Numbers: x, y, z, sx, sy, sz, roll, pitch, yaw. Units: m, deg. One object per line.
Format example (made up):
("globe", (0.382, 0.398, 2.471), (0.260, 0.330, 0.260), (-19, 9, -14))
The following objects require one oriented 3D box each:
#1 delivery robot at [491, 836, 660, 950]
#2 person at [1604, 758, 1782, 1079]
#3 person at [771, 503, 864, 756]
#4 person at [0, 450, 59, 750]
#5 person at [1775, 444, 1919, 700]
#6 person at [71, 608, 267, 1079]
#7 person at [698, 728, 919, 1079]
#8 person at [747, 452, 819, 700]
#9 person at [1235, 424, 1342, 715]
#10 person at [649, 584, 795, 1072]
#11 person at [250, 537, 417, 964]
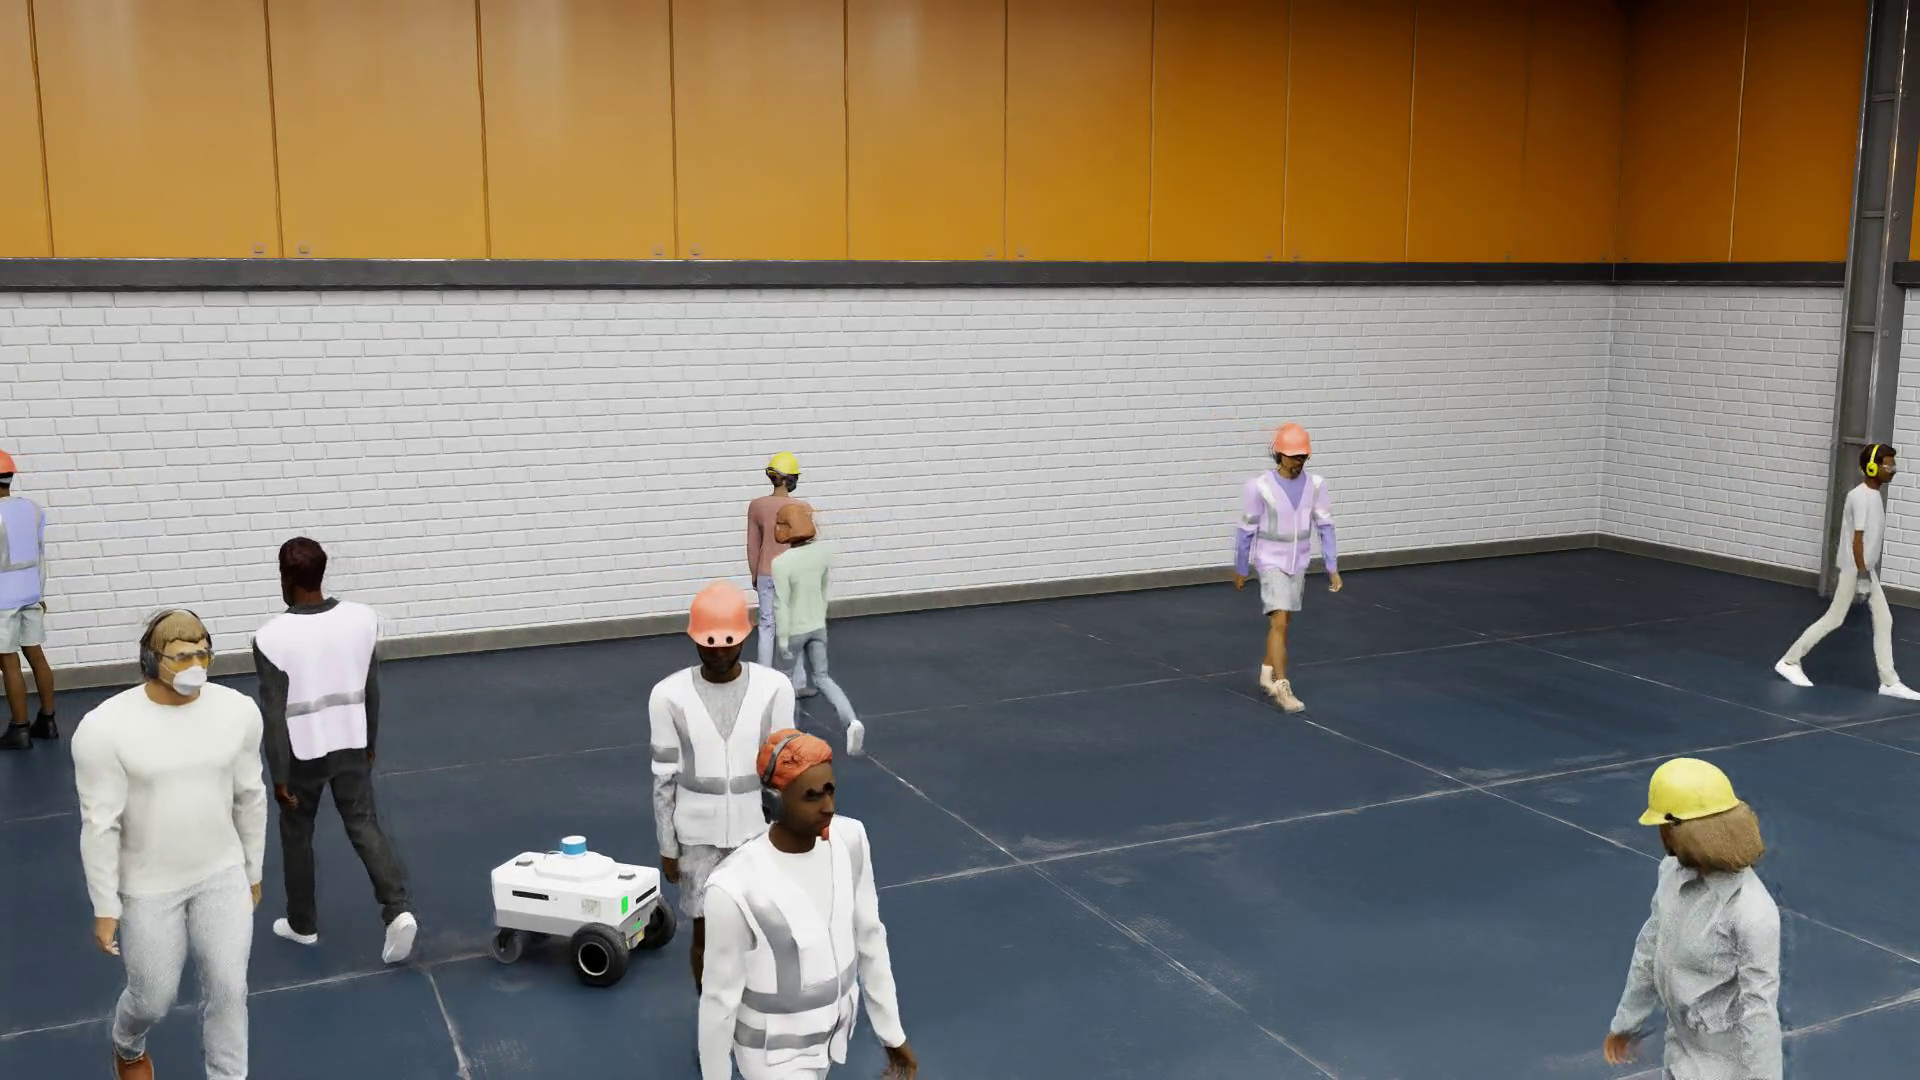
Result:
("delivery robot", (-1.687, 1.544, 7.297), (0.707, 0.478, 0.477), (3, 10, 19))
("person", (2.028, 1.444, 4.628), (0.509, 1.712, 0.487), (0, 9, 1))
("person", (-0.943, 0.571, 10.346), (0.713, 1.610, 0.499), (8, 12, 42))
("person", (-6.071, 0.371, 10.595), (0.378, 1.932, 0.551), (2, 9, 12))
("person", (6.432, 0.205, 11.978), (0.964, 1.831, 0.540), (8, 12, 42))
("person", (-2.734, 1.159, 5.777), (0.636, 1.916, 0.755), (-9, 13, -44))
("person", (-0.470, 1.396, 4.607), (1.036, 1.828, 0.576), (6, 11, 32))
("person", (-1.256, 0.254, 11.848), (0.530, 1.765, 0.326), (4, 10, 22))
("person", (2.298, 0.194, 11.529), (0.616, 1.987, 0.983), (-3, 10, -19))
("person", (-0.869, 1.095, 6.223), (0.562, 1.911, 0.484), (-2, 9, -11))
("person", (-2.764, 0.925, 7.314), (0.886, 1.892, 0.583), (8, 12, 42))
